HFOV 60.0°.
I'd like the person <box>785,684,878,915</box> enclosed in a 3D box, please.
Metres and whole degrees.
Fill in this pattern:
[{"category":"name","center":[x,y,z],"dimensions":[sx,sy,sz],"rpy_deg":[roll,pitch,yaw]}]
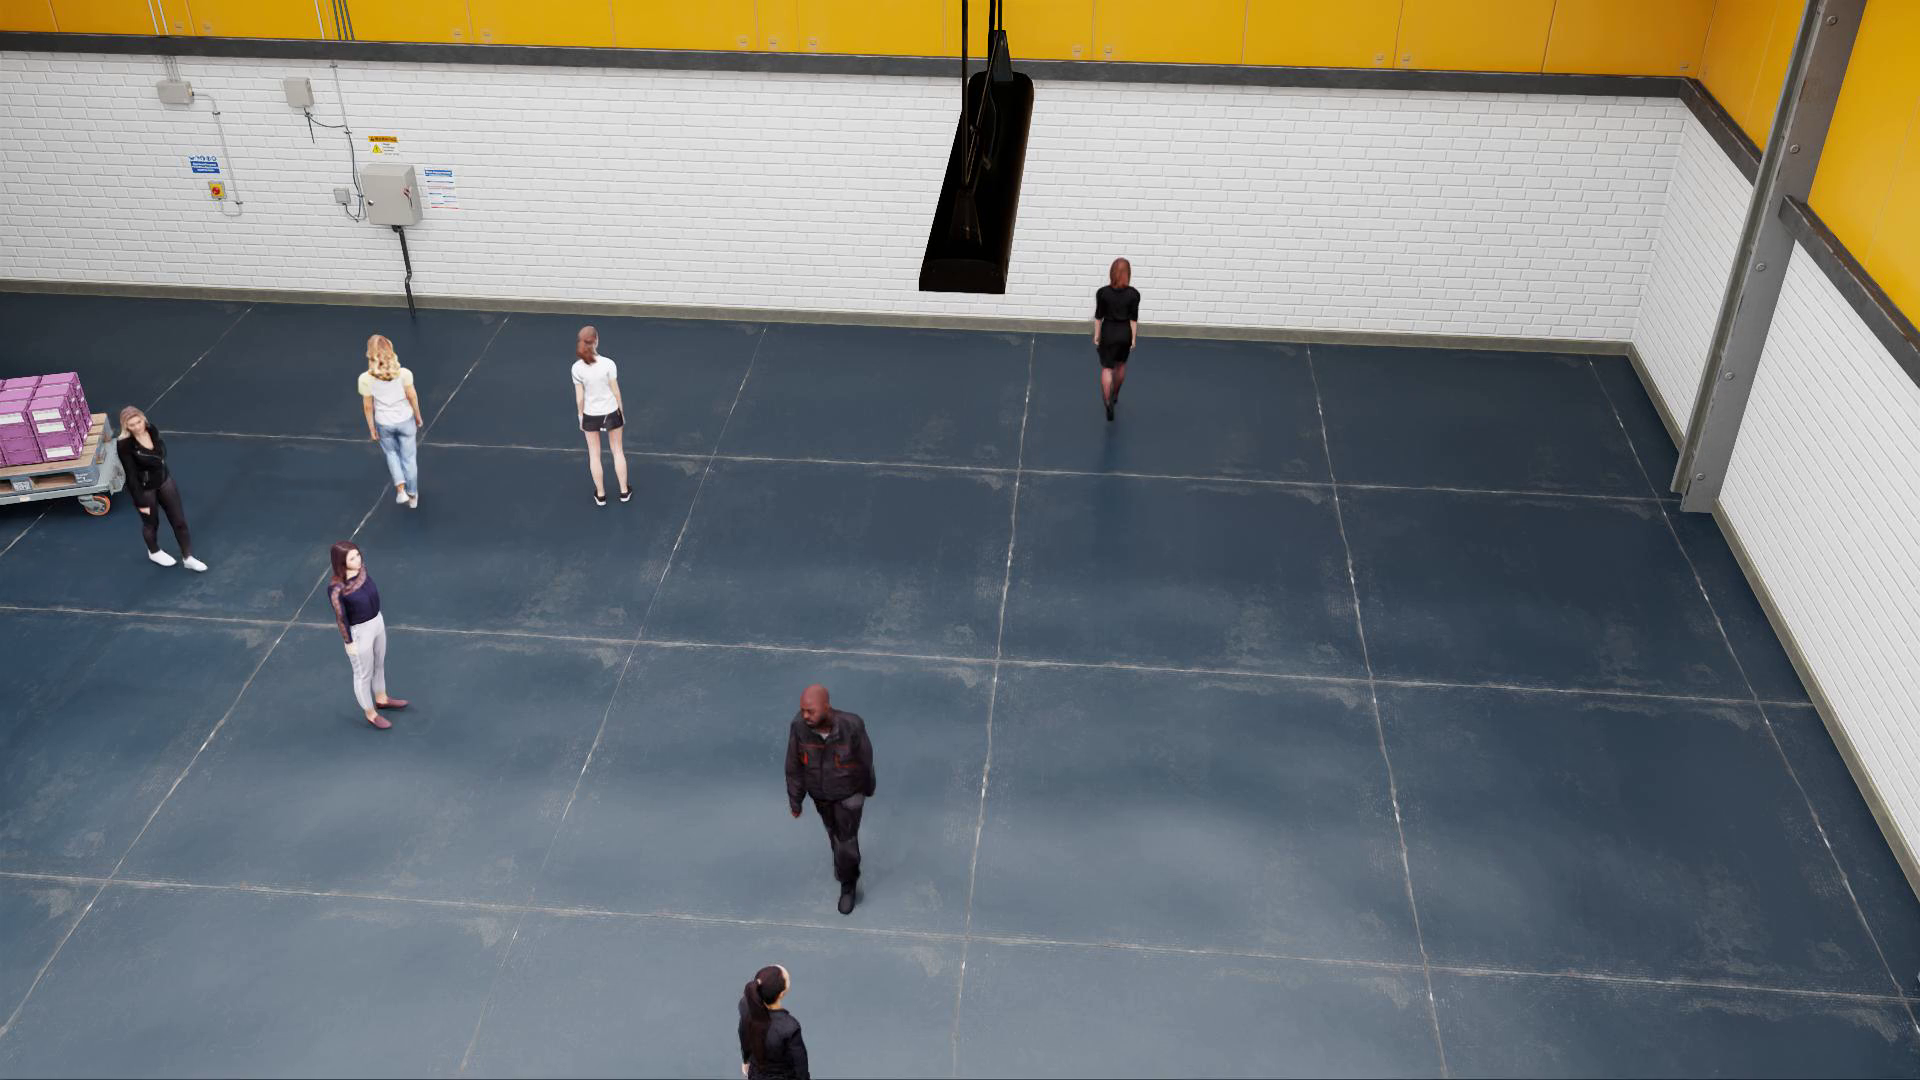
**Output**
[{"category":"person","center":[-0.793,1.572,11.027],"dimensions":[0.752,1.793,0.911],"rpy_deg":[1,34,2]}]

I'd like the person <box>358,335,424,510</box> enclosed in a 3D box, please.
[{"category":"person","center":[-5.068,-1.009,14.979],"dimensions":[0.749,1.716,0.775],"rpy_deg":[-11,35,-16]}]

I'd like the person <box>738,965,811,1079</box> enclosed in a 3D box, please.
[{"category":"person","center":[-1.044,2.972,9.002],"dimensions":[0.773,1.704,0.853],"rpy_deg":[24,40,31]}]

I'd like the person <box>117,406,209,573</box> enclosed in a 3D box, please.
[{"category":"person","center":[-6.949,-0.452,14.200],"dimensions":[0.891,1.651,0.926],"rpy_deg":[12,36,18]}]

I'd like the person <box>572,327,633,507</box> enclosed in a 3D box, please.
[{"category":"person","center":[-3.266,-1.124,15.120],"dimensions":[0.629,1.752,0.632],"rpy_deg":[-7,34,-11]}]

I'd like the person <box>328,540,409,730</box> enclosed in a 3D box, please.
[{"category":"person","center":[-4.476,0.688,12.524],"dimensions":[0.677,1.607,0.480],"rpy_deg":[6,34,9]}]

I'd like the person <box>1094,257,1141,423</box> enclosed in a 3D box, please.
[{"category":"person","center":[1.540,-1.945,16.418],"dimensions":[0.582,1.683,0.978],"rpy_deg":[3,34,5]}]
